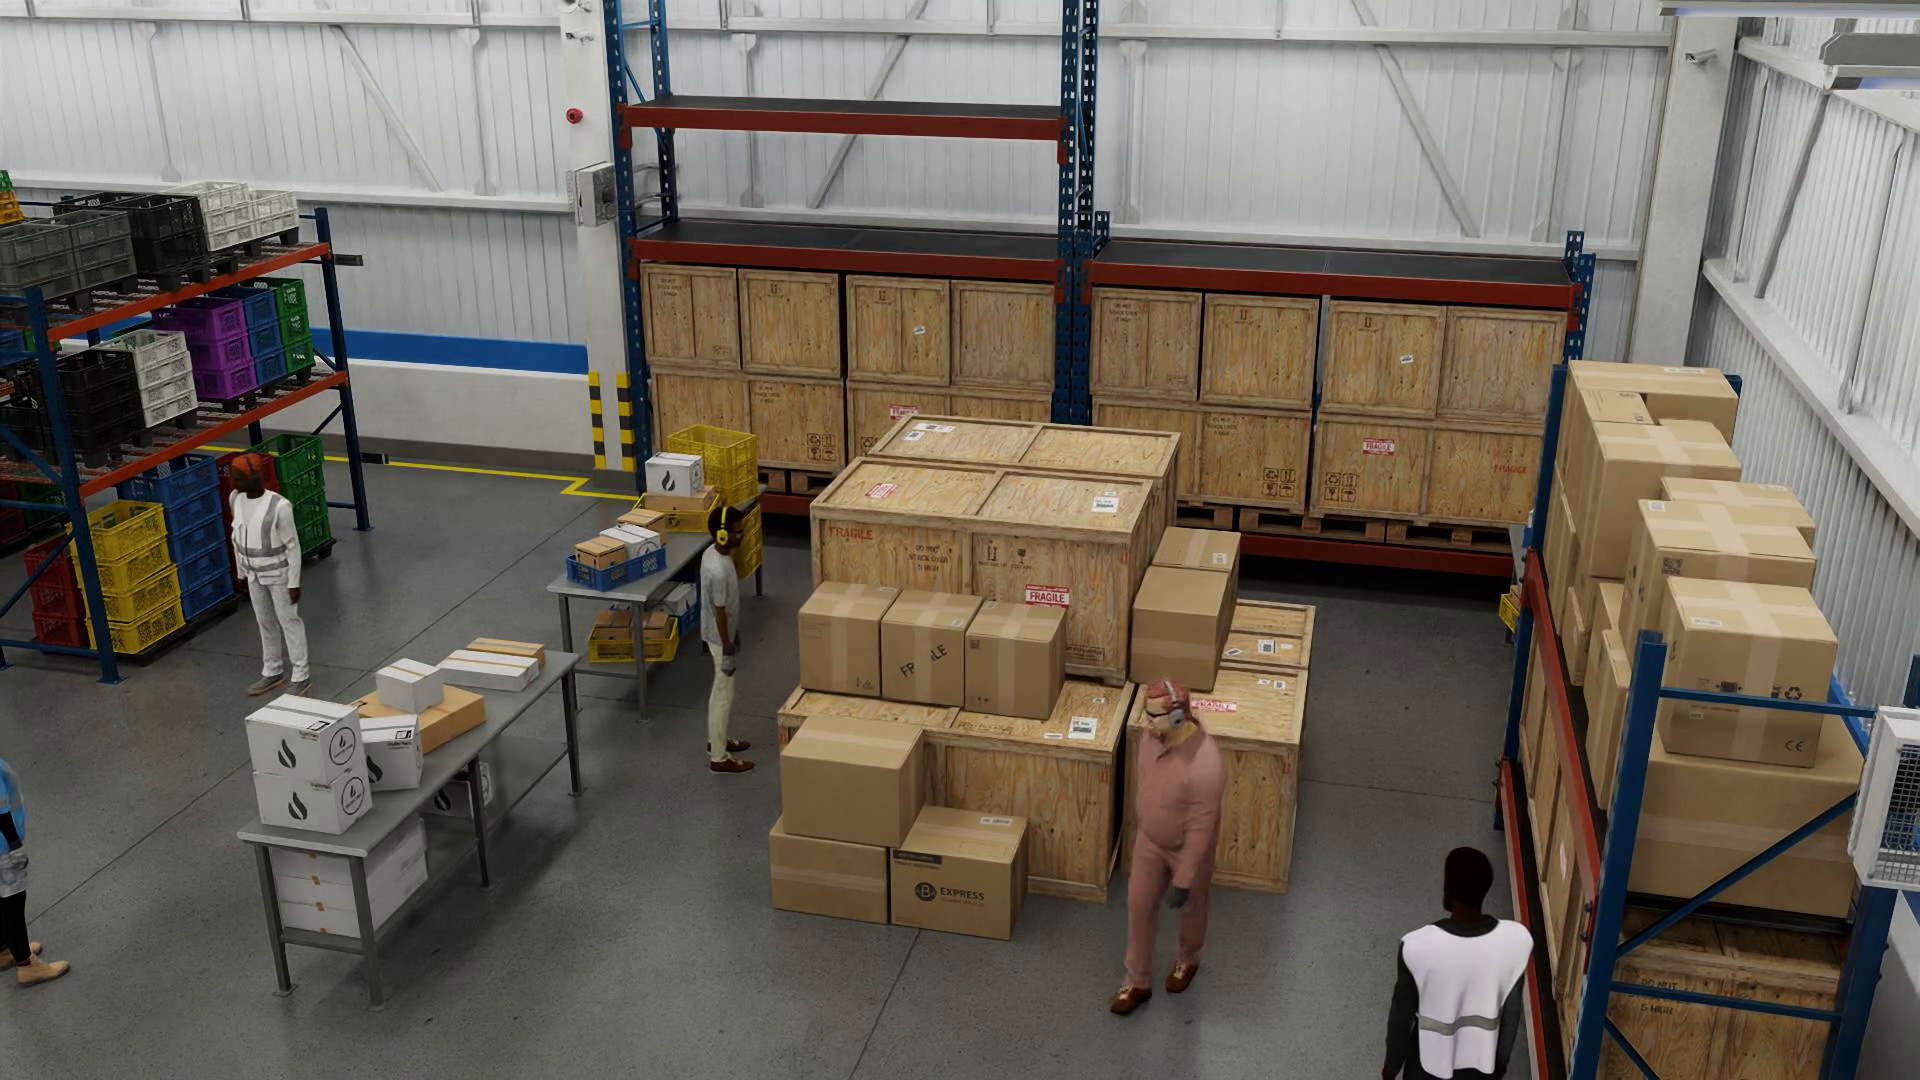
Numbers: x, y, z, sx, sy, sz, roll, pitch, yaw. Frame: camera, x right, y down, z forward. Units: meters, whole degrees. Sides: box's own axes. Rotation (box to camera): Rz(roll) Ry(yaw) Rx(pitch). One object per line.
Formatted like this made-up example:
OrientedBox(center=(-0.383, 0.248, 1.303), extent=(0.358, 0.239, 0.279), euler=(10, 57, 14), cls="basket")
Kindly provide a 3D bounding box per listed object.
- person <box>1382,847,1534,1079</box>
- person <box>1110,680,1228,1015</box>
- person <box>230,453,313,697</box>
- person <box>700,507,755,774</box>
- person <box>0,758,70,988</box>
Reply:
OrientedBox(center=(2.081, 2.175, 7.044), extent=(0.579, 1.910, 0.395), euler=(-4, 21, -10), cls="person")
OrientedBox(center=(1.071, 1.596, 8.602), extent=(0.783, 1.862, 0.633), euler=(-18, 27, -39), cls="person")
OrientedBox(center=(-5.028, 0.262, 12.084), extent=(0.572, 1.881, 0.358), euler=(9, 23, 23), cls="person")
OrientedBox(center=(-1.564, 0.659, 11.083), extent=(0.321, 1.862, 0.497), euler=(-4, 21, -11), cls="person")
OrientedBox(center=(-5.141, 1.585, 8.874), extent=(0.532, 1.698, 0.319), euler=(16, 26, 36), cls="person")
